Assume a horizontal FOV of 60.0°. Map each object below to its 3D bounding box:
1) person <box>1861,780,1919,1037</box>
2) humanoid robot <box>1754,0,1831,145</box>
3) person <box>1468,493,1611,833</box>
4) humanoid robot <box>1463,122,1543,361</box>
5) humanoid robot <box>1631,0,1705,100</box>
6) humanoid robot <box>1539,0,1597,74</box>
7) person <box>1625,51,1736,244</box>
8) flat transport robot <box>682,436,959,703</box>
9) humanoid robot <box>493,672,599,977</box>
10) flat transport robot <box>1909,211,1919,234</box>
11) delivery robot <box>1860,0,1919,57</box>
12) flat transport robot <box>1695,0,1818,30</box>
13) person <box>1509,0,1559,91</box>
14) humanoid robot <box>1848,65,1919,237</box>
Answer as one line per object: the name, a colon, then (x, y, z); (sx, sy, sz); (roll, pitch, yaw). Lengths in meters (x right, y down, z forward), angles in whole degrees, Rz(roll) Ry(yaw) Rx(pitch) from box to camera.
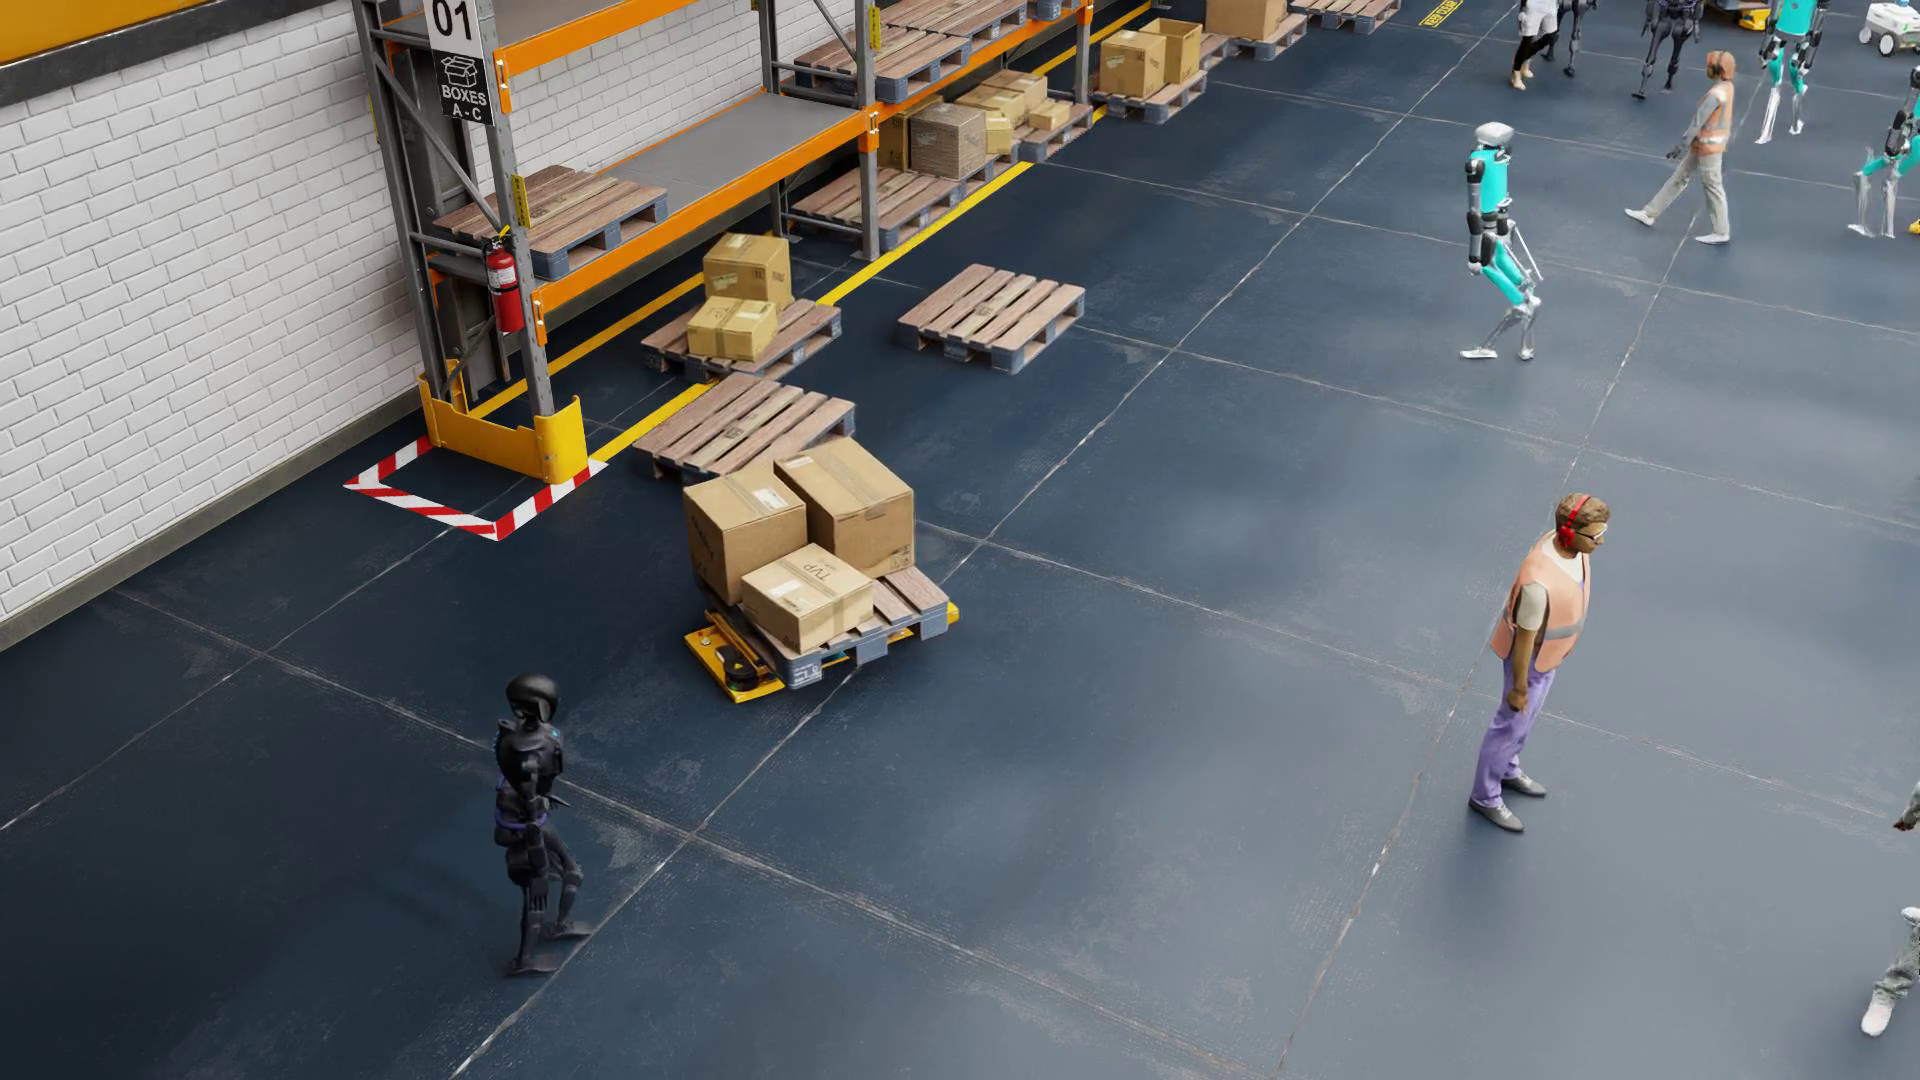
person: (4.237, 1.254, 6.965); (0.846, 1.686, 0.548); (-13, 36, -19)
humanoid robot: (7.997, -4.621, 15.888); (0.890, 1.845, 0.552); (-26, 42, -34)
person: (2.715, 0.555, 7.888); (0.378, 1.837, 0.561); (21, 39, 29)
humanoid robot: (3.989, -2.058, 11.930); (0.867, 1.767, 0.605); (25, 41, 33)
humanoid robot: (7.254, -5.281, 16.900); (0.604, 1.626, 0.784); (23, 40, 30)
humanoid robot: (6.556, -5.867, 17.798); (0.599, 1.618, 0.784); (-1, 33, -1)
person: (6.192, -3.287, 13.920); (0.890, 1.581, 0.522); (16, 37, 22)
flat transport robot: (-0.780, 0.461, 9.451); (1.431, 0.231, 0.659); (-20, 38, -27)
humanoid robot: (-1.823, 1.213, 7.045); (0.442, 1.631, 0.612); (-6, 34, -9)
flat transport robot: (8.875, -2.859, 14.474); (0.659, 0.231, 1.431); (29, 43, 36)
delivery robot: (10.458, -5.717, 18.549); (0.499, 0.606, 0.796); (-5, 34, -8)
flat transport robot: (9.350, -6.345, 19.748); (0.659, 0.231, 1.431); (-5, 34, -7)
person: (5.977, -5.529, 17.237); (0.554, 1.676, 0.400); (-16, 37, -23)
humanoid robot: (7.842, -3.357, 13.929); (0.544, 1.819, 0.766); (-8, 34, -12)
